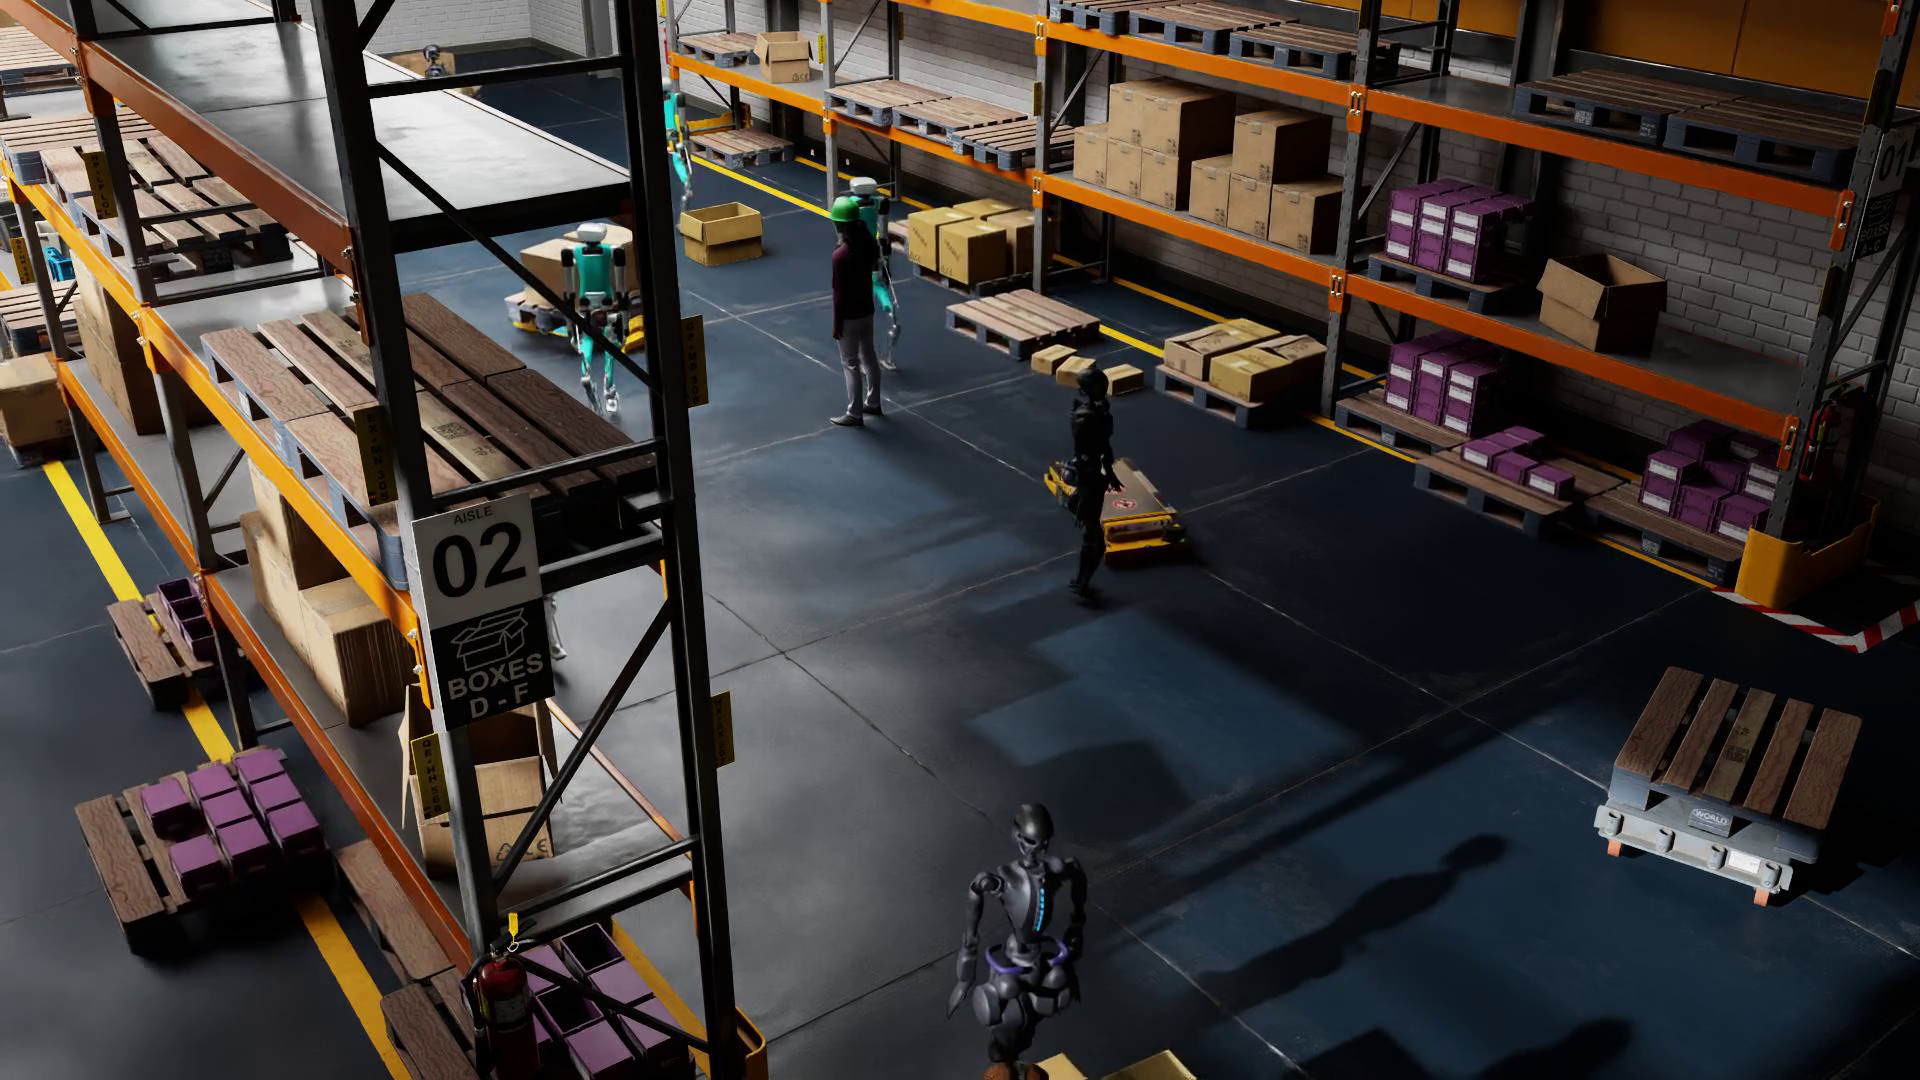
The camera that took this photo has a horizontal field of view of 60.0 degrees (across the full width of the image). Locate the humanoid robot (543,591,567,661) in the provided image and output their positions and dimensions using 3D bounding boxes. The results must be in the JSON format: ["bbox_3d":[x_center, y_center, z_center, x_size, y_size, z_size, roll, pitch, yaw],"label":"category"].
[{"bbox_3d":[-2.647,-0.016,10.408,0.564,1.732,1.049,-16,31,-29],"label":"humanoid robot"}]

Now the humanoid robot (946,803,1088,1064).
[{"bbox_3d":[0.239,1.806,6.896,0.603,1.617,0.815,-10,28,-20],"label":"humanoid robot"}]

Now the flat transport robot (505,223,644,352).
[{"bbox_3d":[-3.607,-2.124,16.212,1.431,0.231,0.659,15,31,28],"label":"flat transport robot"}]

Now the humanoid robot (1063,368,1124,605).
[{"bbox_3d":[0.908,-0.378,11.167,0.371,1.655,0.589,11,29,21],"label":"humanoid robot"}]

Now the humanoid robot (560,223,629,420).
[{"bbox_3d":[-2.984,-1.689,13.715,0.542,1.733,1.004,-4,27,-7],"label":"humanoid robot"}]

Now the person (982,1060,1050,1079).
[{"bbox_3d":[0.081,2.468,5.381,0.433,1.812,0.740,22,34,37],"label":"person"}]

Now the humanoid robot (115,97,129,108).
[{"bbox_3d":[-10.694,-5.527,21.416,0.590,1.660,0.338,21,33,35],"label":"humanoid robot"}]

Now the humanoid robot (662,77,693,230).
[{"bbox_3d":[-3.290,-4.314,18.962,0.538,1.798,0.835,-10,28,-19],"label":"humanoid robot"}]

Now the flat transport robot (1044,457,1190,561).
[{"bbox_3d":[1.159,-0.263,12.511,0.659,0.231,1.431,-7,28,-14],"label":"flat transport robot"}]

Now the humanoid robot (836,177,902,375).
[{"bbox_3d":[-0.770,-2.342,14.970,0.540,1.738,0.700,-14,30,-26],"label":"humanoid robot"}]

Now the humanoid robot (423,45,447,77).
[{"bbox_3d":[-6.762,-5.618,21.649,0.796,1.624,0.585,-10,29,-20],"label":"humanoid robot"}]

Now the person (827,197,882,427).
[{"bbox_3d":[-0.895,-1.903,13.919,0.436,1.942,0.487,15,30,27],"label":"person"}]

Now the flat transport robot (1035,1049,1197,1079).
[{"bbox_3d":[0.720,2.863,6.293,1.431,0.231,0.659,-14,30,-26],"label":"flat transport robot"}]

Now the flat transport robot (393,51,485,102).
[{"bbox_3d":[-7.715,-6.253,24.425,0.659,0.231,1.431,1,27,2],"label":"flat transport robot"}]
